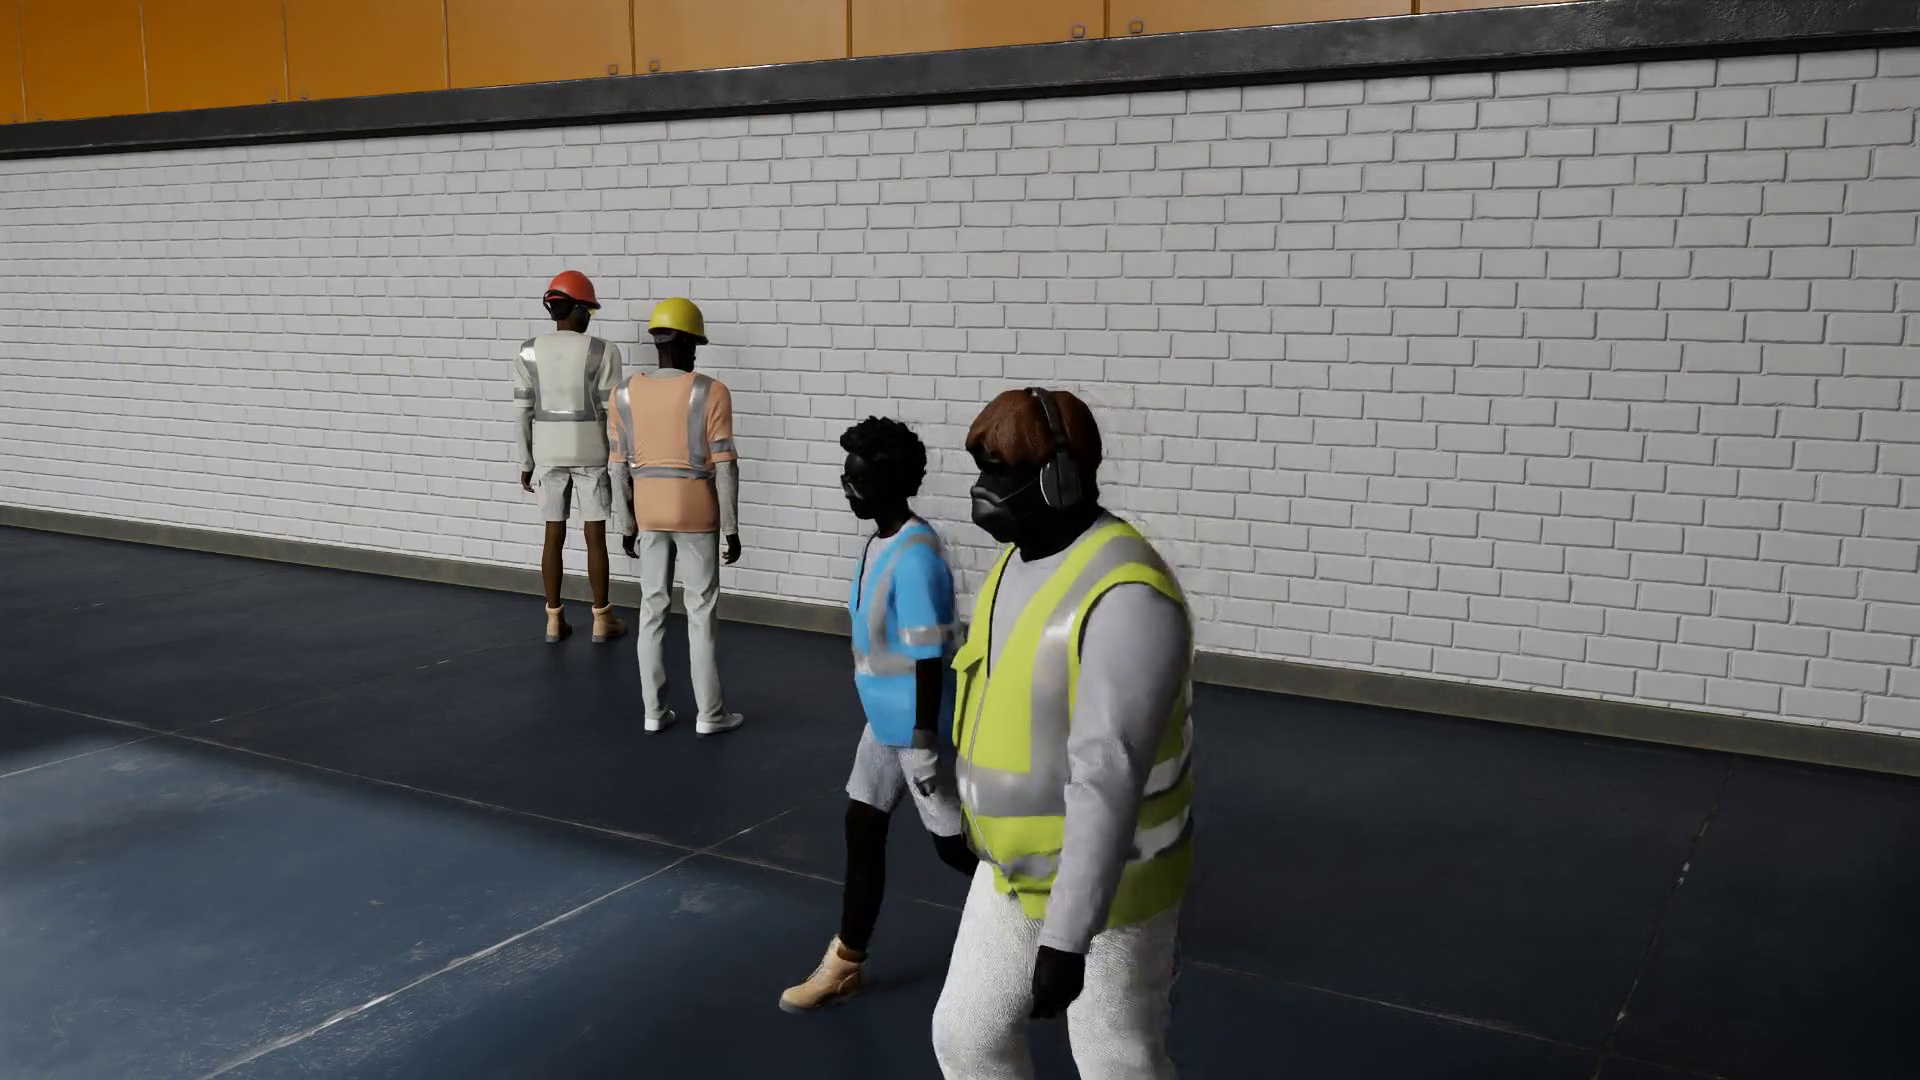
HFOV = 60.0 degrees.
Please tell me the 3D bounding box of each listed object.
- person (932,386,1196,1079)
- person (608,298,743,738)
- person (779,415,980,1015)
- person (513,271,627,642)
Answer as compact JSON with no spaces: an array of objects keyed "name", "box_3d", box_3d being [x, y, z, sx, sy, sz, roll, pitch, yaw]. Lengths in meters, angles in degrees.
[{"name":"person","box_3d":[0.157,0.630,3.088,0.608,1.819,0.662,-4,10,-24]},{"name":"person","box_3d":[-1.229,-0.091,7.277,0.585,1.917,0.381,2,9,15]},{"name":"person","box_3d":[-0.052,0.479,4.529,0.826,1.658,0.563,-3,10,-17]},{"name":"person","box_3d":[-2.122,-0.452,9.157,0.614,2.035,0.395,1,9,4]}]
